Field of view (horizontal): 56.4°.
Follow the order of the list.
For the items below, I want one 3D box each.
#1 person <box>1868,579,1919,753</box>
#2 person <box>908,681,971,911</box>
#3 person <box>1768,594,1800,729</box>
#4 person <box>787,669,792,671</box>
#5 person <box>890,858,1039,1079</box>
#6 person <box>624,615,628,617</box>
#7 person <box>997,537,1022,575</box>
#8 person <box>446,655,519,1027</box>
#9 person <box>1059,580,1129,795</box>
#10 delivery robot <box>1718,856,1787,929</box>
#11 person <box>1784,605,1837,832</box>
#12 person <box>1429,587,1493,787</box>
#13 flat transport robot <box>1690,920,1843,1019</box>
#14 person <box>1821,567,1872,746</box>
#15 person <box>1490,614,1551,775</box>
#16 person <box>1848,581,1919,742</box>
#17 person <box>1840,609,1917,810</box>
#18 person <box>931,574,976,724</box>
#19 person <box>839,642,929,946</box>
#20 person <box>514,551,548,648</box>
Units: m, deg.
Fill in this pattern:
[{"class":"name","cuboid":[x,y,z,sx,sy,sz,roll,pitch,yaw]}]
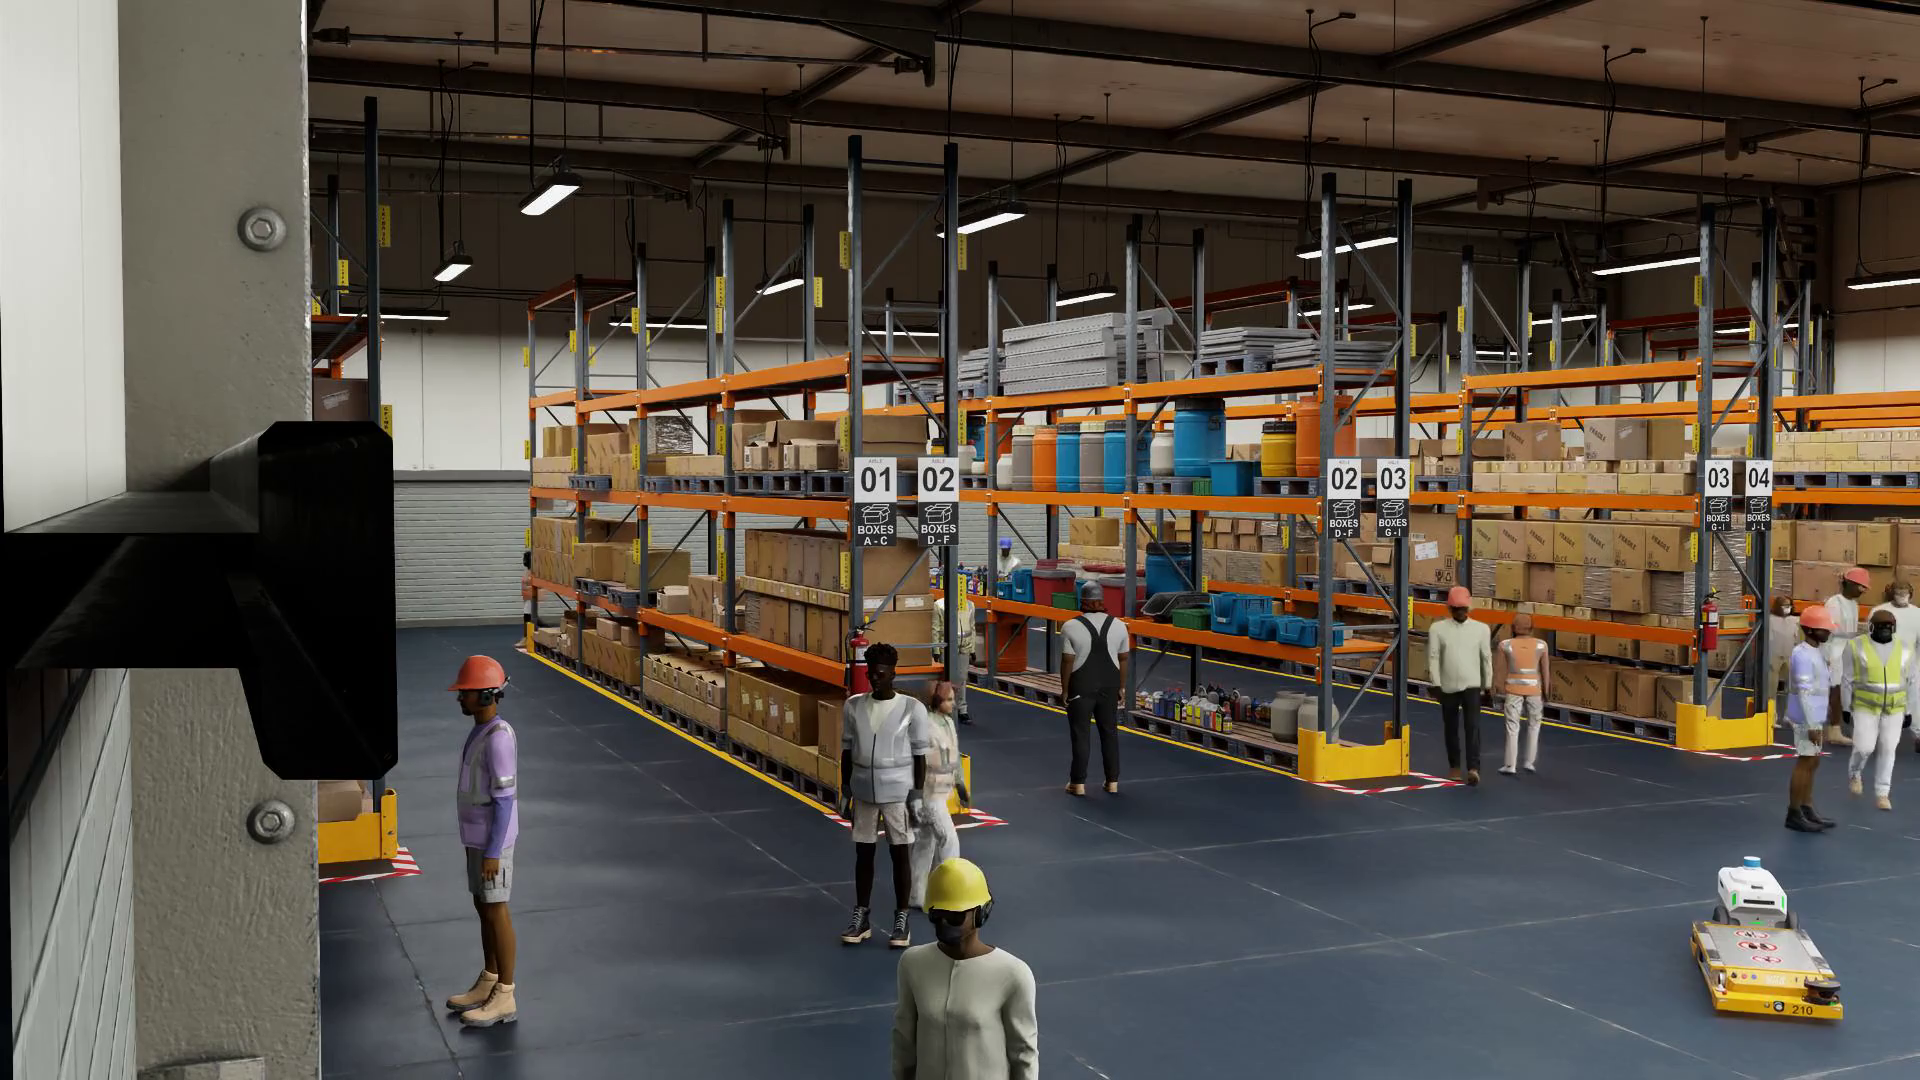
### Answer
[{"class":"person","cuboid":[10.298,1.381,19.608,0.631,1.874,1.046,0,2,10]},{"class":"person","cuboid":[-0.084,1.785,12.389,0.686,1.612,0.522,1,2,17]},{"class":"person","cuboid":[9.779,1.445,21.305,0.486,1.615,0.458,0,2,-3]},{"class":"person","cuboid":[-2.156,1.229,24.202,0.607,1.825,0.718,0,2,-13]},{"class":"person","cuboid":[0.001,1.955,6.087,0.533,1.767,0.327,1,2,23]},{"class":"person","cuboid":[-5.716,0.898,31.441,0.371,1.940,0.630,0,2,9]},{"class":"person","cuboid":[0.791,0.896,31.681,0.624,1.929,0.734,0,2,6]},{"class":"person","cuboid":[-2.673,1.666,10.047,0.372,2.044,0.607,-1,2,-27]},{"class":"person","cuboid":[1.248,1.416,17.153,0.688,2.000,0.536,-1,2,-16]},{"class":"delivery robot","cuboid":[5.162,2.312,11.686,0.477,0.478,0.707,1,2,17]},{"class":"person","cuboid":[7.306,1.525,15.375,0.405,1.925,0.574,2,3,35]},{"class":"person","cuboid":[4.892,1.430,17.499,0.603,1.932,1.061,1,2,16]},{"class":"flat transport robot","cuboid":[4.776,2.536,10.680,0.652,0.197,1.431,1,2,17]},{"class":"person","cuboid":[9.848,1.303,20.076,0.699,1.999,0.584,-2,3,-39]},{"class":"person","cuboid":[5.668,1.558,18.167,0.605,1.628,0.437,0,2,9]},{"class":"person","cuboid":[10.638,1.370,20.424,0.560,1.836,0.895,-1,2,-25]},{"class":"person","cuboid":[8.397,1.533,16.382,0.628,1.824,0.487,0,2,13]},{"class":"person","cuboid":[-0.064,1.318,21.791,0.590,1.837,0.404,-1,2,-26]},{"class":"person","cuboid":[-0.508,1.642,11.660,0.600,1.967,0.368,1,2,17]},{"class":"person","cuboid":[-7.466,1.031,31.345,0.692,1.678,0.547,-1,3,-29]}]
